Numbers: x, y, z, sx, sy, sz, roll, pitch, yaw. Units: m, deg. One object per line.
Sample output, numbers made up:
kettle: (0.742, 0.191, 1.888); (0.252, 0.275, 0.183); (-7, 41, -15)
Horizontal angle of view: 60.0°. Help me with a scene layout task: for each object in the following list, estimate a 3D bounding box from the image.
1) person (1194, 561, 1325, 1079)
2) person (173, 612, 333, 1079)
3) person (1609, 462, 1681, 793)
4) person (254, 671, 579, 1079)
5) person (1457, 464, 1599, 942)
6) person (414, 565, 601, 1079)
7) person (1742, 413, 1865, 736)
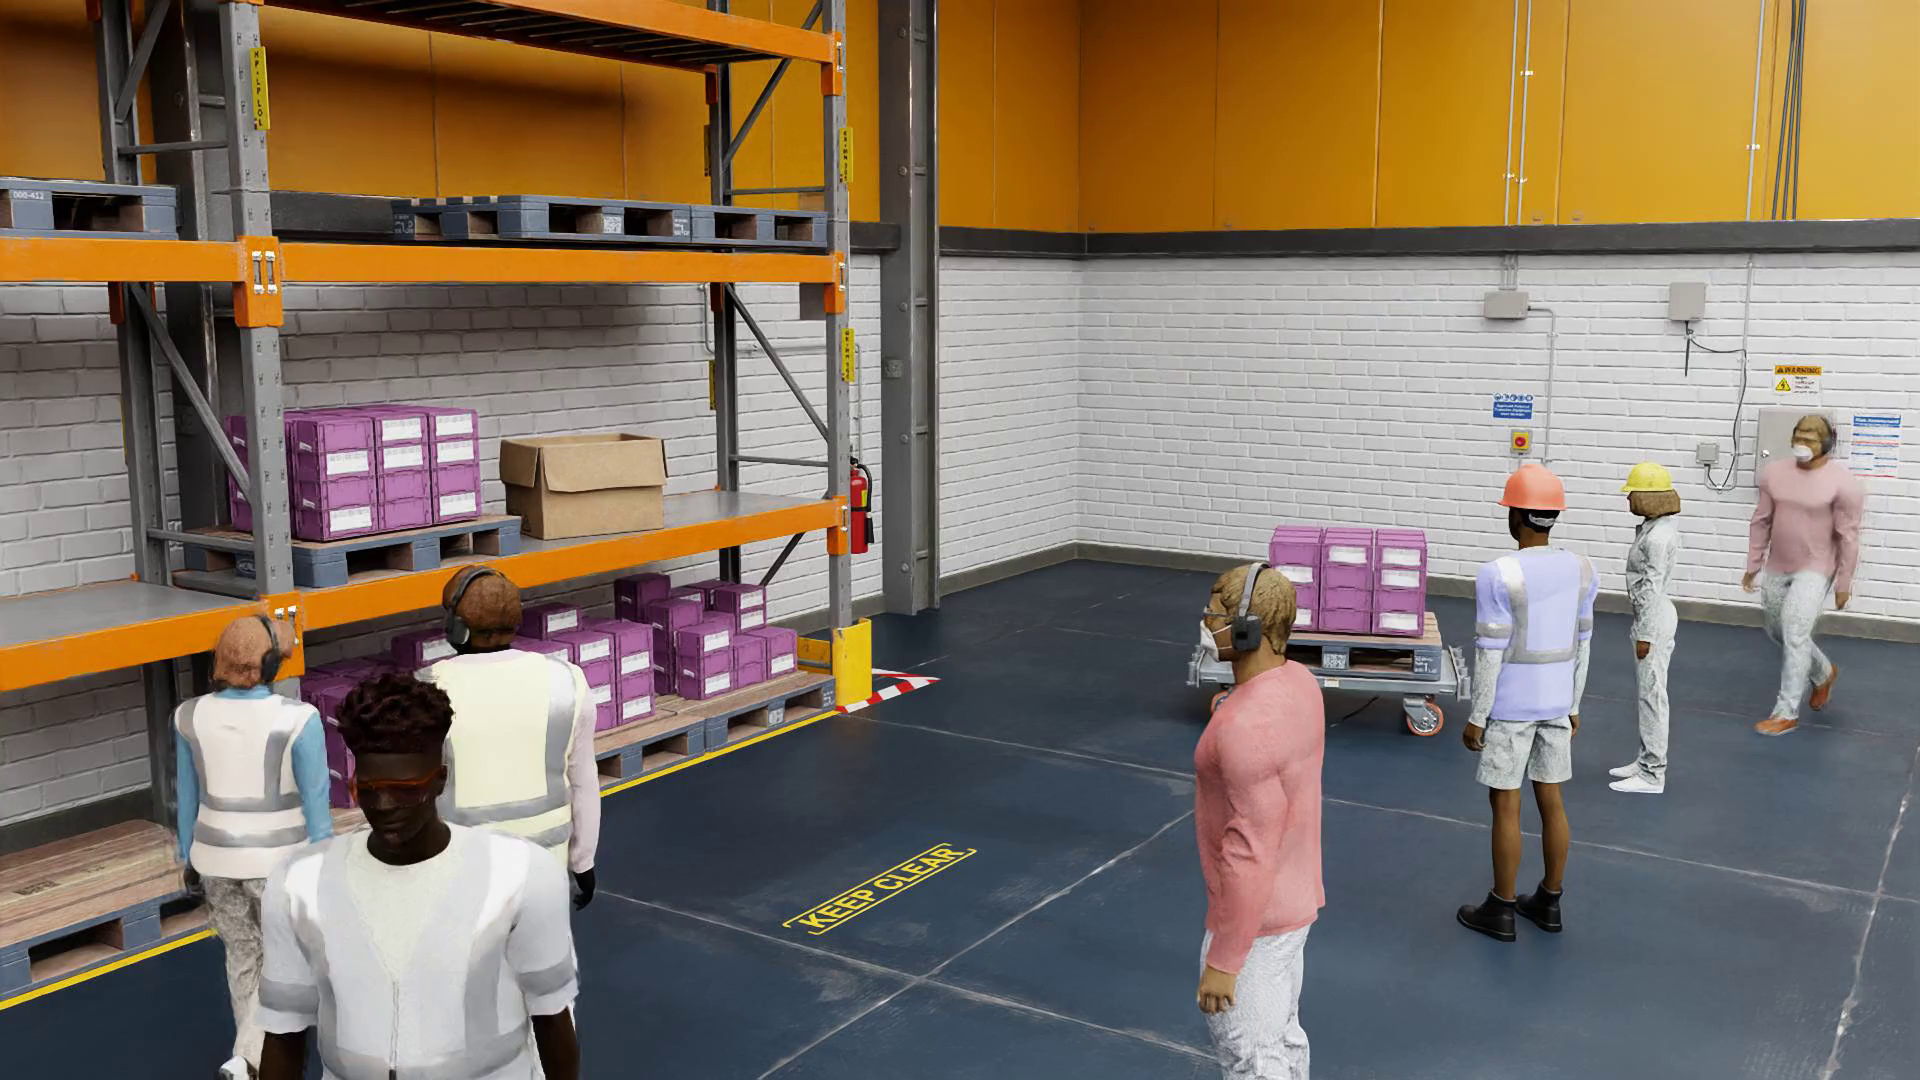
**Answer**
person: (0.777, 1.015, 4.448); (0.372, 1.940, 0.627); (4, 9, 22)
person: (-2.272, 1.049, 5.286); (0.532, 1.620, 0.593); (1, 9, 5)
person: (3.597, 0.455, 8.750); (0.321, 1.738, 0.484); (3, 9, 21)
person: (-1.094, 1.193, 3.368); (0.613, 1.914, 1.033); (0, 9, 1)
person: (2.289, 0.660, 6.762); (0.547, 1.938, 0.359); (-3, 9, -20)
person: (-1.387, 0.984, 4.953); (0.633, 1.846, 0.429); (-5, 10, -27)
person: (5.076, 0.188, 9.939); (0.844, 1.913, 0.637); (-4, 10, -26)
